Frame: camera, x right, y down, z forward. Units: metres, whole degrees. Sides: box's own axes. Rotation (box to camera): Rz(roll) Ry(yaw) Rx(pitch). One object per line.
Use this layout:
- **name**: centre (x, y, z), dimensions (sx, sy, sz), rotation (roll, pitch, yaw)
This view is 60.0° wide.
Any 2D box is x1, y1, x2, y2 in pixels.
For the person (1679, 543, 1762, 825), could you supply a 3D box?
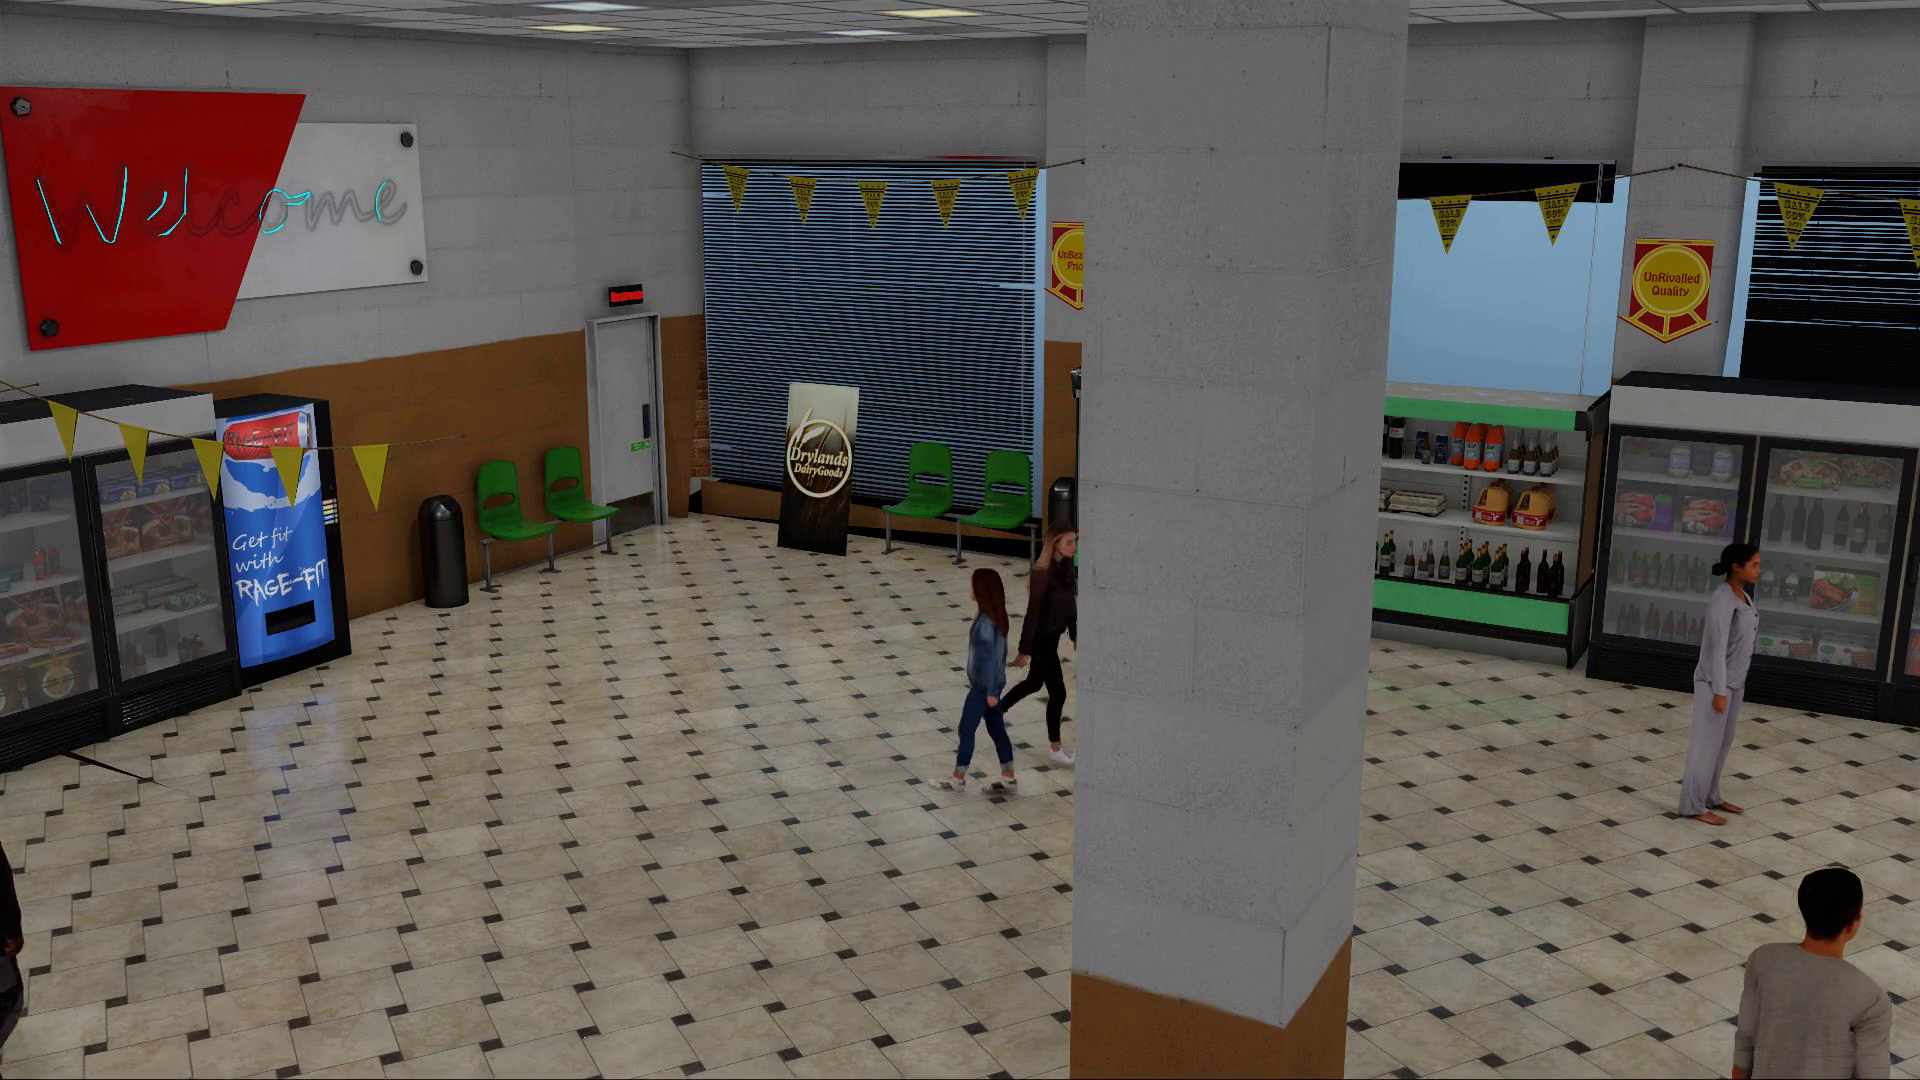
- **person**: centre (4.655, 0.856, 10.190), dimensions (0.613, 1.735, 0.663), rotation (11, 18, 39)

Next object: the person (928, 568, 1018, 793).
- **person**: centre (0.249, 0.913, 10.542), dimensions (0.905, 1.459, 0.780), rotation (1, 14, 2)

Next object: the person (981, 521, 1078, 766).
- **person**: centre (0.501, 0.677, 11.094), dimensions (1.039, 1.657, 0.667), rotation (6, 15, 22)

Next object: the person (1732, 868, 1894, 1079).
- **person**: centre (2.738, 1.965, 5.499), dimensions (0.994, 1.790, 1.086), rotation (-10, 17, -34)
